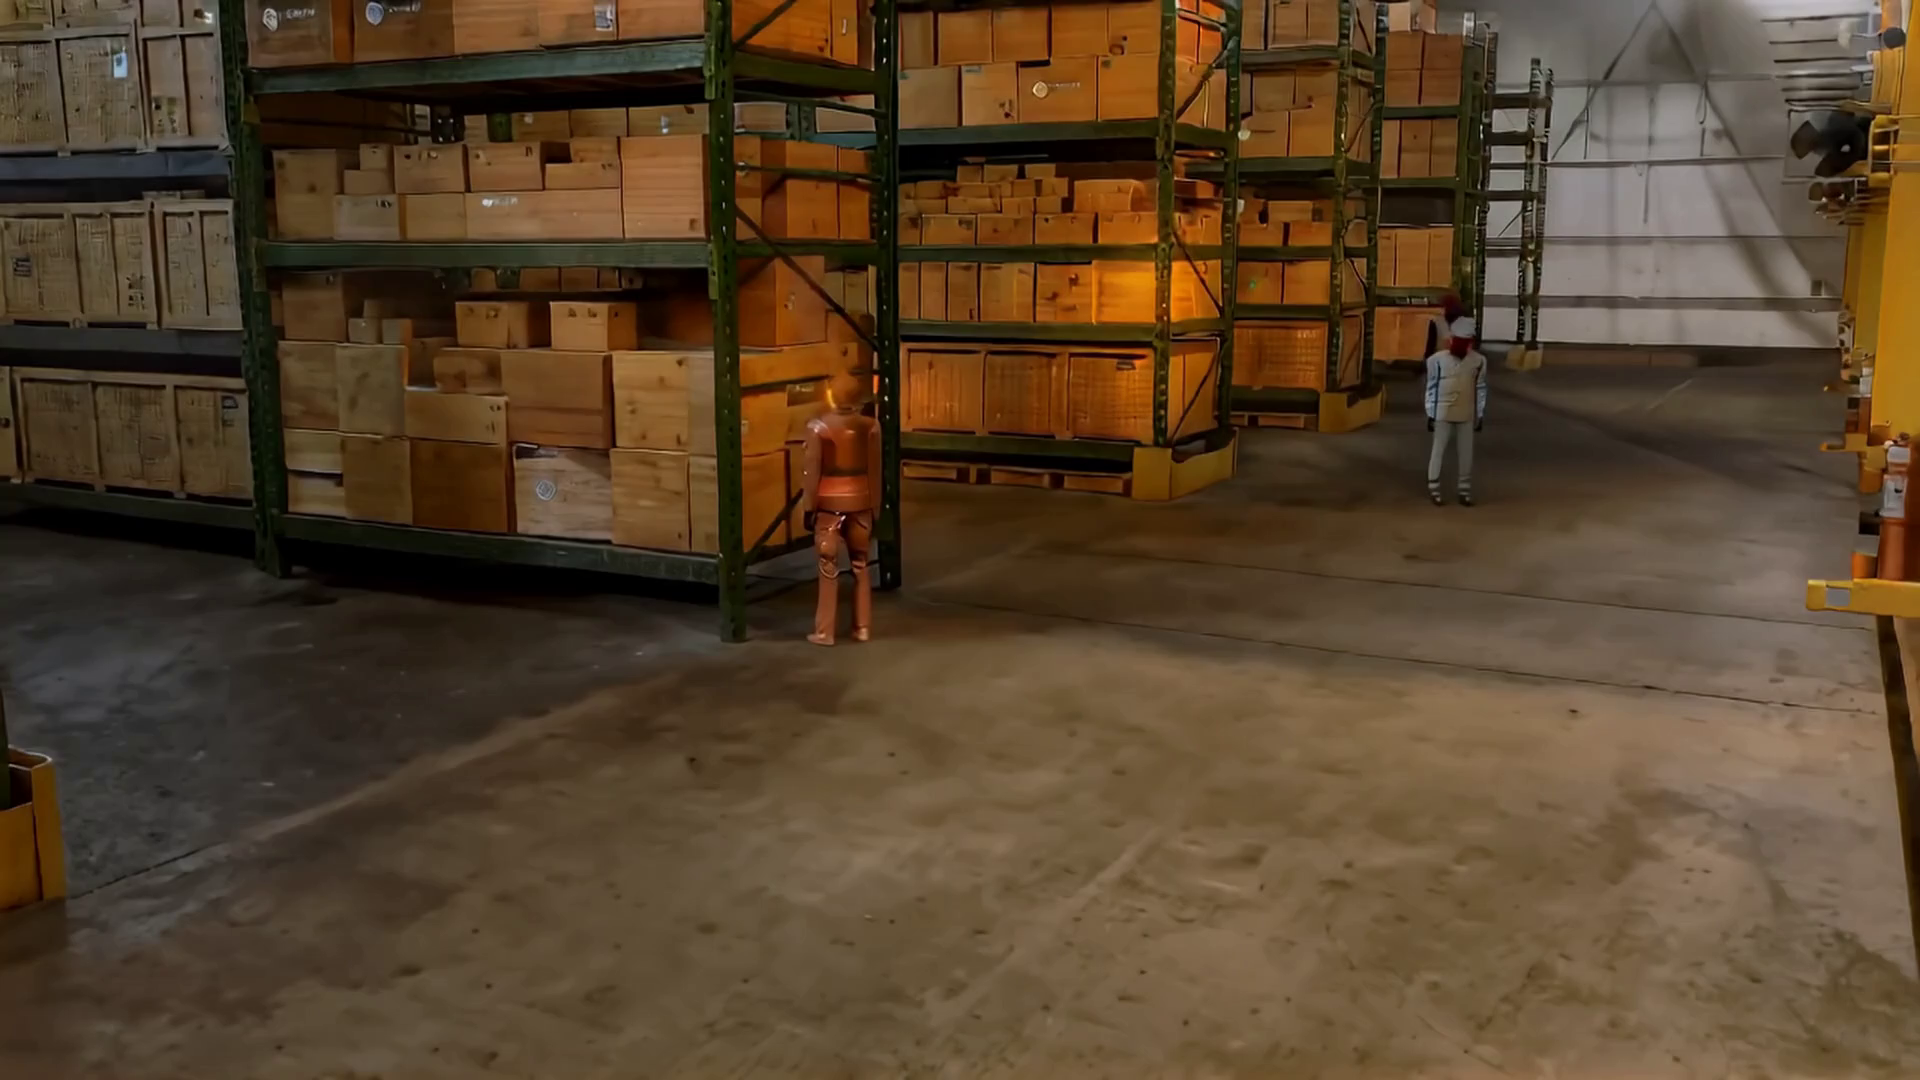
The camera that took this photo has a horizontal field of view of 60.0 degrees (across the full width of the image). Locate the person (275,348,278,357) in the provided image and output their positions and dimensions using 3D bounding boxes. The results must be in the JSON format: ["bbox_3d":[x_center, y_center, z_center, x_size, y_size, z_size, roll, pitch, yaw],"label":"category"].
[{"bbox_3d":[-7.955,-1.977,19.466,0.390,1.930,0.541,-2,10,-13],"label":"person"}]

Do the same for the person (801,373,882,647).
[{"bbox_3d":[-0.695,-0.180,9.906,0.523,1.631,0.317,-6,11,-31],"label":"person"}]

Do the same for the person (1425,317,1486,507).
[{"bbox_3d":[4.565,-1.173,15.312,0.564,1.745,0.349,-1,10,-5],"label":"person"}]

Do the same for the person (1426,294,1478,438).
[{"bbox_3d":[6.275,-2.238,21.267,0.637,1.820,0.749,1,10,8],"label":"person"}]
